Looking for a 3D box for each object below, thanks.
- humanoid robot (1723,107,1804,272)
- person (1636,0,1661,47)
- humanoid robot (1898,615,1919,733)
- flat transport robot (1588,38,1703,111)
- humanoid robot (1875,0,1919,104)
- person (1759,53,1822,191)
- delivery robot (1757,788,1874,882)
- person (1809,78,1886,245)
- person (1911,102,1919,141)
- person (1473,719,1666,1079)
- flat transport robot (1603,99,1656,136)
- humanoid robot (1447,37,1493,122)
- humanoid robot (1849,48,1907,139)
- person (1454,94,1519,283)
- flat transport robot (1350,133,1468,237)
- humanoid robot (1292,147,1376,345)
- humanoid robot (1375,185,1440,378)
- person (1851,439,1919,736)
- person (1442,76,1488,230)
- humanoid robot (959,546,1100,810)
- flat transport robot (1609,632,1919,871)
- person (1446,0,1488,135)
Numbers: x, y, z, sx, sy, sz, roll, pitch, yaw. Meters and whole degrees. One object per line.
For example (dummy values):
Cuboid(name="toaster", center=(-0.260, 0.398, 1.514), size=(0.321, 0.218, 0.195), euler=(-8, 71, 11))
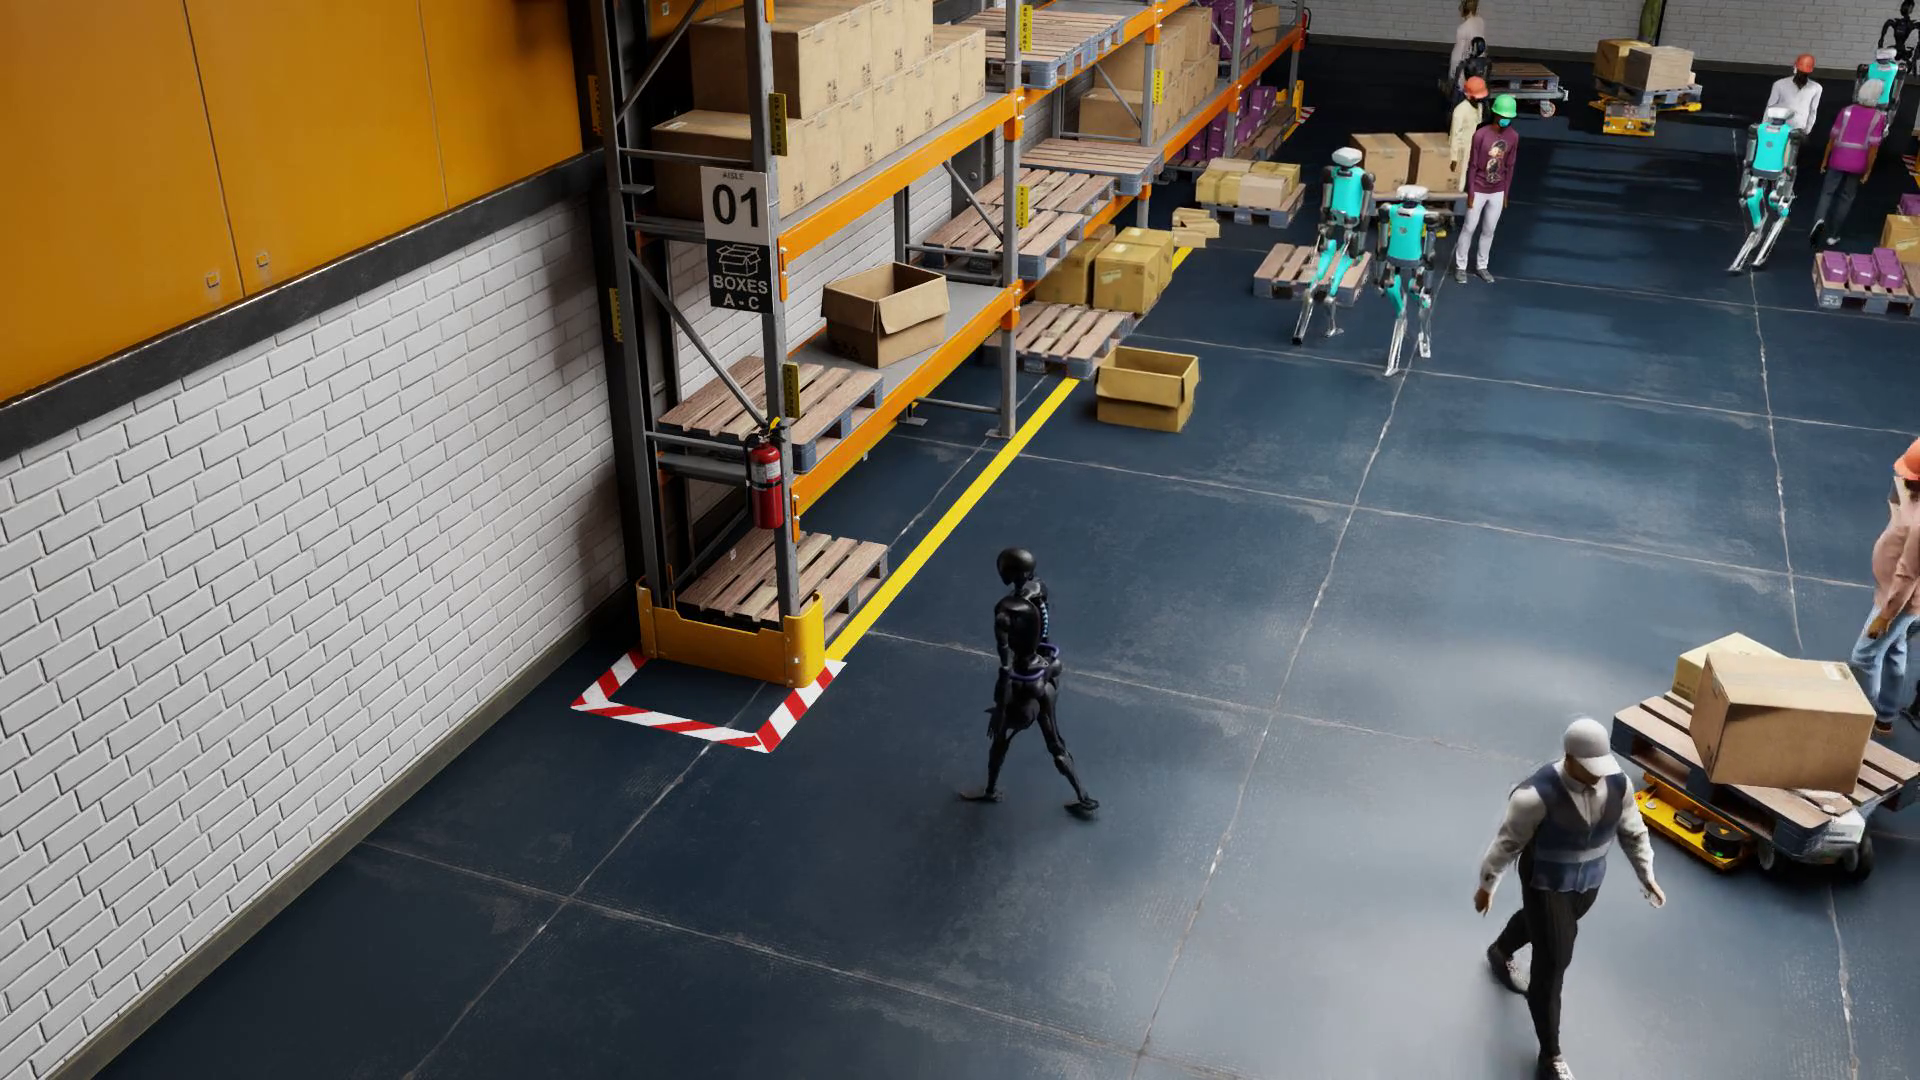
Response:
Cuboid(name="humanoid robot", center=(8.302, -3.586, 17.070), size=(0.553, 1.743, 0.934), euler=(24, 36, 39))
Cuboid(name="person", center=(10.258, -7.535, 24.873), size=(0.285, 1.633, 0.500), euler=(1, 27, 3))
Cuboid(name="humanoid robot", center=(5.535, 0.361, 9.522), size=(0.610, 1.643, 0.391), euler=(-3, 27, -5))
Cuboid(name="flat transport robot", center=(9.898, -6.323, 24.015), size=(1.431, 0.231, 0.659), euler=(-8, 28, -15))
Cuboid(name="humanoid robot", center=(13.043, -6.664, 23.147), size=(0.590, 1.648, 0.493), euler=(23, 35, 37))
Cuboid(name="person", center=(9.785, -4.898, 19.662), size=(0.567, 1.721, 0.816), euler=(10, 29, 18))
Cuboid(name="delivery robot", center=(4.427, 1.398, 8.716), size=(0.499, 0.585, 0.784), euler=(2, 27, 4))
Cuboid(name="person", center=(9.531, -4.025, 17.859), size=(0.543, 1.820, 0.649), euler=(16, 31, 28))
Cuboid(name="person", center=(13.118, -6.268, 22.193), size=(0.429, 1.841, 0.634), euler=(7, 28, 13))
Cuboid(name="person", center=(2.644, 1.481, 7.306), size=(0.749, 1.710, 0.932), euler=(-8, 28, -16))
Cuboid(name="flat transport robot", center=(9.312, -5.871, 23.138), size=(0.659, 0.231, 1.431), euler=(9, 29, 17))
Cuboid(name="humanoid robot", center=(6.442, -5.540, 21.024), size=(0.591, 1.620, 0.796), euler=(-9, 29, -17))
Cuboid(name="humanoid robot", center=(10.867, -5.038, 19.916), size=(0.541, 1.734, 1.027), euler=(9, 29, 17))
Cuboid(name="person", center=(5.343, -3.544, 16.816), size=(0.486, 1.935, 0.450), euler=(-3, 27, -5))
Cuboid(name="flat transport robot", center=(5.039, -3.738, 19.002), size=(0.659, 0.231, 1.431), euler=(-1, 27, -1))
Cuboid(name="humanoid robot", center=(3.367, -2.624, 15.332), size=(0.545, 1.877, 0.803), euler=(24, 36, 39))
Cuboid(name="humanoid robot", center=(4.026, -2.351, 14.713), size=(0.532, 1.755, 0.998), euler=(17, 32, 30))
Cuboid(name="person", center=(5.287, 0.285, 9.359), size=(0.362, 1.962, 0.741), euler=(16, 31, 28))
Cuboid(name="person", center=(5.651, -4.366, 18.657), size=(0.484, 1.713, 0.681), euler=(18, 33, 32))
Cuboid(name="humanoid robot", center=(0.383, 0.759, 8.798), size=(0.774, 1.630, 0.611), euler=(14, 30, 25))
Cuboid(name="flat transport robot", center=(4.388, 1.355, 9.123), size=(1.431, 0.231, 0.659), euler=(-15, 31, -27))
Cuboid(name="person", center=(6.639, -6.202, 21.976), size=(0.655, 1.922, 0.447), euler=(-24, 36, -39))
